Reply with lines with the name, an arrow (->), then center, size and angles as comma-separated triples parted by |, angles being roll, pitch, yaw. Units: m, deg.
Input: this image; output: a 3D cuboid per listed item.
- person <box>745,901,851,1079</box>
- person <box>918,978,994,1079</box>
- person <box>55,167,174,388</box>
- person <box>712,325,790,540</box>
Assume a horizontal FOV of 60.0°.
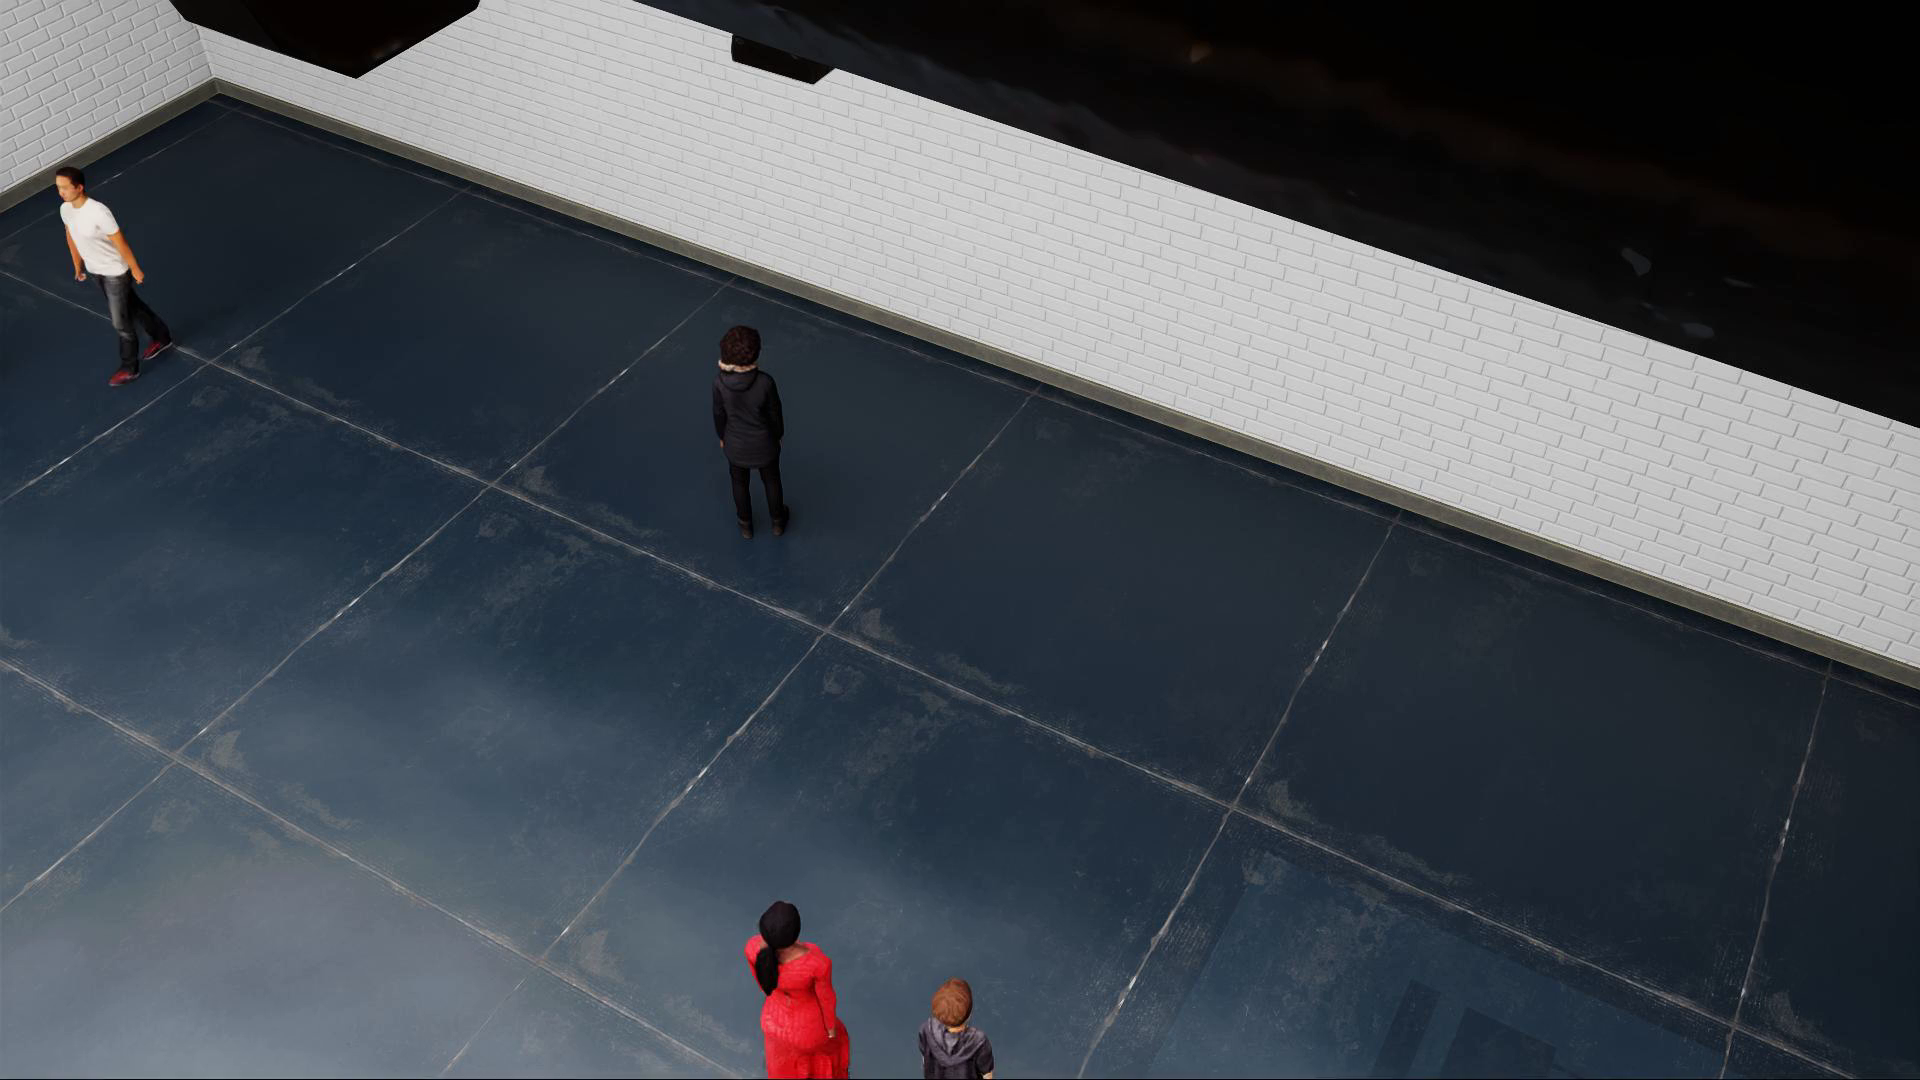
person -> -0.840, 2.430, 8.194 | 0.706, 1.772, 0.778 | 12, 45, 12
person -> -0.032, 2.684, 8.164 | 0.622, 1.435, 0.814 | 16, 46, 16
person -> -6.568, -2.156, 13.001 | 0.692, 1.782, 0.937 | 20, 47, 20
person -> -1.445, -0.718, 11.486 | 0.731, 1.779, 0.759 | -2, 44, -2
